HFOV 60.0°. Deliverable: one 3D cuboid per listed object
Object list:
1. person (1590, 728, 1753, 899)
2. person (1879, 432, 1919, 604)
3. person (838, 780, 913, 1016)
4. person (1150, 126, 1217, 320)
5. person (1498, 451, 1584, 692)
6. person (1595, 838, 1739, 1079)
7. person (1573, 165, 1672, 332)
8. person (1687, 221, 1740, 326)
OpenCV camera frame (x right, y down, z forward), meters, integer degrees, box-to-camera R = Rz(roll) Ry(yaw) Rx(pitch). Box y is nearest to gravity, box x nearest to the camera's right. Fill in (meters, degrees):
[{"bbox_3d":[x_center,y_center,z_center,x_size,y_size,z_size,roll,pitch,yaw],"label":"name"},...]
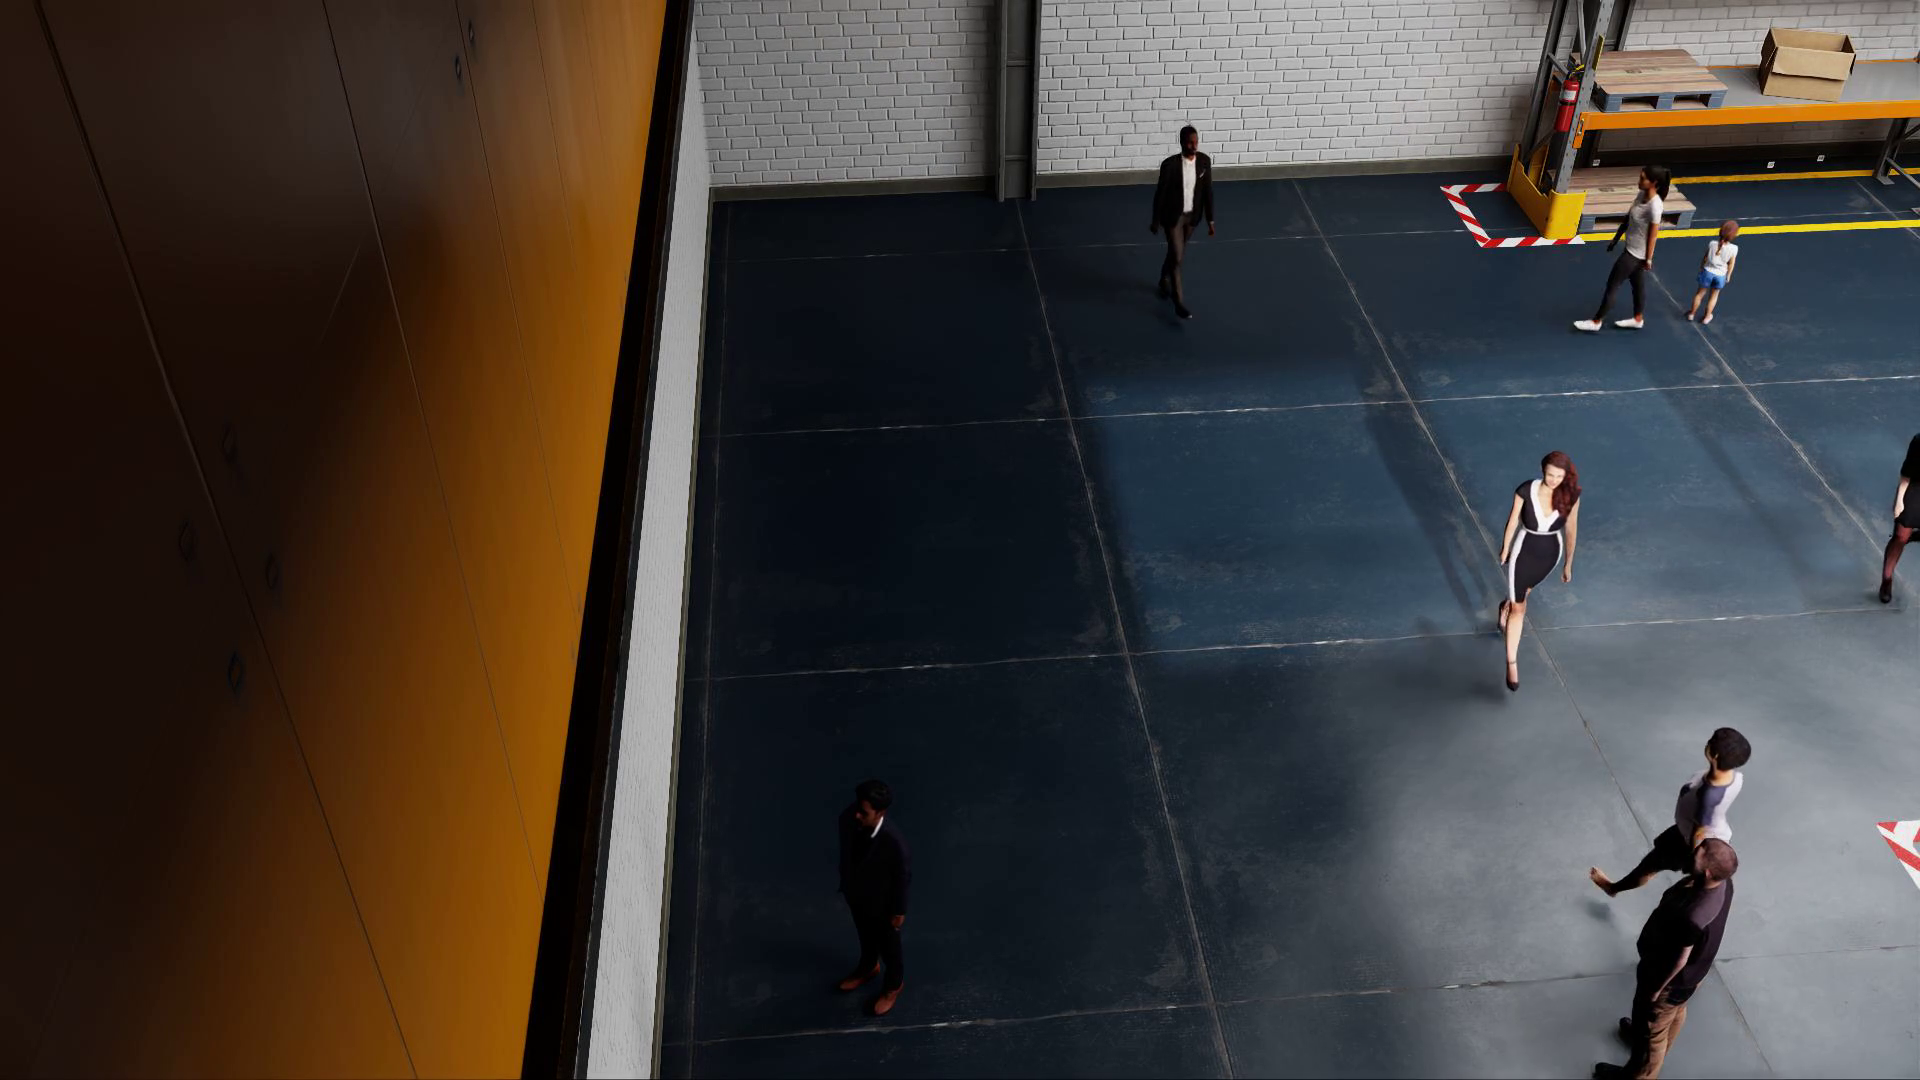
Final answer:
[{"bbox_3d":[4.317,1.747,9.573,1.033,1.514,1.022,31,48,32],"label":"person"},{"bbox_3d":[6.959,-0.308,12.003,0.843,1.692,0.844,10,40,12],"label":"person"},{"bbox_3d":[-0.462,1.937,9.165,0.699,1.727,0.758,28,46,31],"label":"person"},{"bbox_3d":[1.979,-2.993,15.308,1.084,1.765,0.962,-16,41,-19],"label":"person"},{"bbox_3d":[3.940,0.087,11.461,1.103,1.753,0.811,4,39,5],"label":"person"},{"bbox_3d":[3.759,2.221,8.718,0.822,1.841,0.767,26,46,29],"label":"person"},{"bbox_3d":[6.165,-2.597,14.928,0.931,1.620,0.672,5,39,6],"label":"person"},{"bbox_3d":[6.913,-2.461,15.240,0.460,1.017,0.538,19,42,22],"label":"person"}]
